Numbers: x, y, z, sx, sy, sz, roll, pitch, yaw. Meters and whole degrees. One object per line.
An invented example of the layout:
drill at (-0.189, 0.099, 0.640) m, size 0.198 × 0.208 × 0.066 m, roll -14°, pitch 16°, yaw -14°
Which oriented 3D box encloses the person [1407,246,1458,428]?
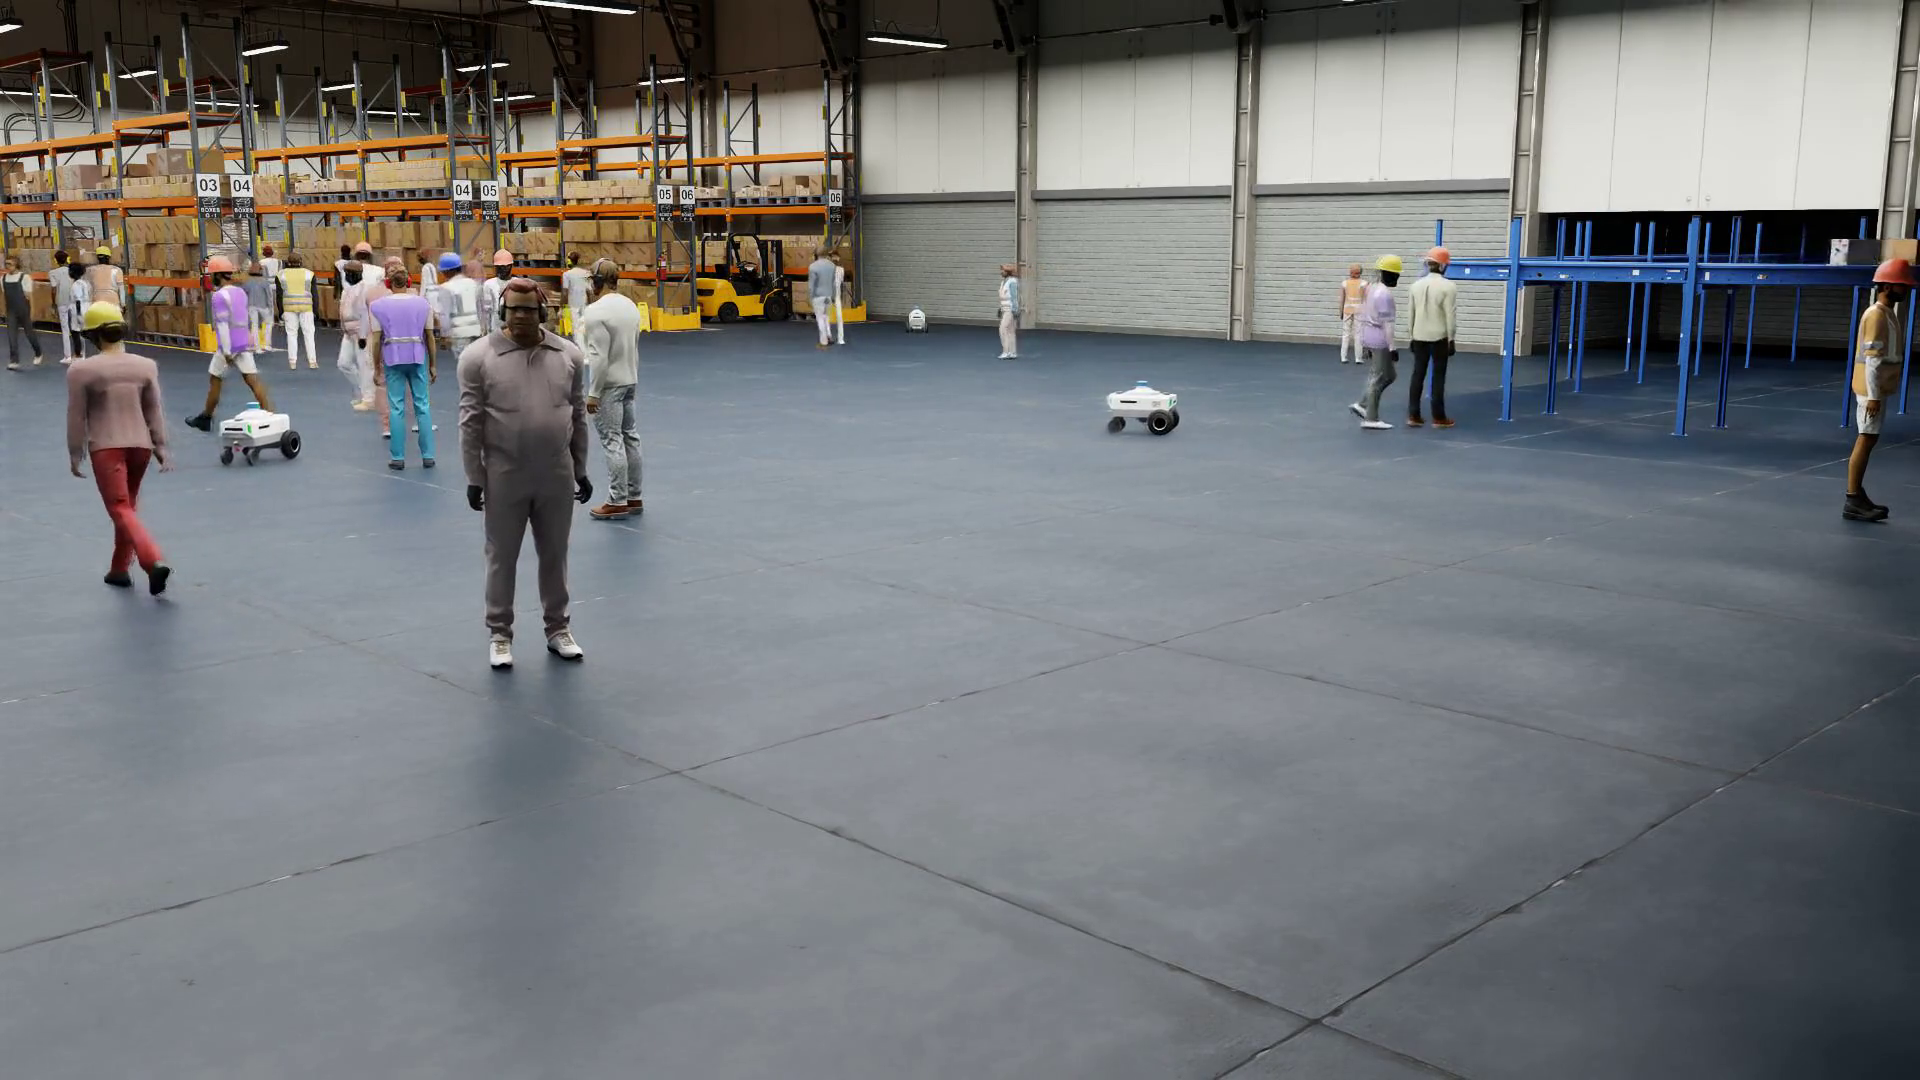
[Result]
person at (5.247, -2.251, 18.431) m, size 0.394 × 1.993 × 0.621 m, roll -8°, pitch 13°, yaw -37°

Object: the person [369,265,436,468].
person at (-5.064, -1.576, 15.166) m, size 0.563 × 1.842 × 0.390 m, roll -5°, pitch 12°, yaw -26°

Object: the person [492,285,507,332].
person at (-4.540, -1.828, 17.160) m, size 0.736 × 1.609 × 0.507 m, roll 5°, pitch 12°, yaw 27°

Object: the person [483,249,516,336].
person at (-5.499, -2.551, 20.217) m, size 0.553 × 1.935 × 0.364 m, roll -2°, pitch 11°, yaw -12°

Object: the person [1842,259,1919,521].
person at (6.887, -1.125, 12.443) m, size 0.373 × 1.934 × 0.551 m, roll 7°, pitch 12°, yaw 32°

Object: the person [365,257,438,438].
person at (-5.884, -2.042, 17.587) m, size 0.674 × 1.876 × 0.787 m, roll 3°, pitch 11°, yaw 16°

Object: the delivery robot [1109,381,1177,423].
delivery robot at (1.974, -1.478, 18.001) m, size 0.707 × 0.478 × 0.477 m, roll 3°, pitch 11°, yaw 16°

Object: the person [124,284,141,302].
person at (-22.515, -6.992, 44.956) m, size 0.529 × 1.751 × 0.598 m, roll 10°, pitch 14°, yaw 43°

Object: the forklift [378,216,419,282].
forklift at (-17.868, -9.201, 54.028) m, size 1.873 × 2.768 × 1.129 m, roll -10°, pitch 14°, yaw -44°

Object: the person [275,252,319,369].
person at (-10.523, -3.645, 26.449) m, size 0.636 × 1.842 × 0.429 m, roll -4°, pitch 11°, yaw -20°

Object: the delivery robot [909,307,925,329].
delivery robot at (-0.949, -4.881, 36.561) m, size 0.477 × 0.478 × 0.707 m, roll 0°, pitch 10°, yaw -2°

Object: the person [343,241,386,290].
person at (-8.543, -3.280, 23.953) m, size 0.608 × 2.021 × 0.495 m, roll -6°, pitch 12°, yaw -28°

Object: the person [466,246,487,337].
person at (-9.675, -4.946, 33.405) m, size 0.415 × 1.894 × 0.690 m, roll -6°, pitch 12°, yaw -29°

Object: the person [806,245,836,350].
person at (-2.590, -4.518, 30.988) m, size 0.461 × 1.918 × 0.654 m, roll 9°, pitch 14°, yaw 41°

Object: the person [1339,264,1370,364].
person at (6.528, -3.744, 27.550) m, size 0.516 × 1.638 × 0.318 m, roll 7°, pitch 12°, yaw 32°

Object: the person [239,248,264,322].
person at (-14.789, -5.170, 34.632) m, size 0.626 × 1.889 × 1.016 m, roll -8°, pitch 13°, yaw -37°

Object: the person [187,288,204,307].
person at (-17.102, -5.715, 37.404) m, size 0.954 × 1.949 × 0.658 m, roll 7°, pitch 12°, yaw 33°

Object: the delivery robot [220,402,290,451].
delivery robot at (-6.649, -1.054, 15.692) m, size 0.477 × 0.478 × 0.707 m, roll 2°, pitch 10°, yaw 9°

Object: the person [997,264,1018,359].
person at (0.755, -3.893, 28.375) m, size 0.524 × 1.618 × 0.546 m, roll -3°, pitch 11°, yaw -18°

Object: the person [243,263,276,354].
person at (-12.537, -4.155, 29.814) m, size 0.523 × 1.613 × 0.556 m, roll 0°, pitch 10°, yaw 0°

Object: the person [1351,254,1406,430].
person at (4.629, -2.159, 18.193) m, size 0.415 × 1.901 × 0.592 m, roll 1°, pitch 10°, yaw 6°

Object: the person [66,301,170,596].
person at (-4.947, -0.542, 9.848) m, size 0.843 × 1.735 × 0.524 m, roll 8°, pitch 13°, yaw 36°

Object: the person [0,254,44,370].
person at (-15.021, -3.657, 26.605) m, size 0.520 × 1.818 × 0.869 m, roll -1°, pitch 10°, yaw -3°

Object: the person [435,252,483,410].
person at (-5.975, -2.487, 19.952) m, size 0.469 × 1.909 × 0.647 m, roll 4°, pitch 11°, yaw 20°

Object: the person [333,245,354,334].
person at (-13.001, -5.304, 35.337) m, size 0.452 × 1.904 × 0.591 m, roll 9°, pitch 14°, yaw 41°

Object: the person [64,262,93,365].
person at (-14.361, -3.719, 27.287) m, size 0.680 × 1.679 × 0.533 m, roll -3°, pitch 11°, yaw -14°

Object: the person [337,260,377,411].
person at (-7.286, -2.474, 20.146) m, size 0.627 × 1.816 × 0.453 m, roll 10°, pitch 14°, yaw 42°

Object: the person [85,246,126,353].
person at (-14.570, -4.042, 28.407) m, size 0.588 × 1.916 × 0.392 m, roll -3°, pitch 11°, yaw -16°

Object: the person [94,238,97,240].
person at (-21.008, -6.322, 40.493) m, size 0.377 × 2.045 × 0.605 m, roll 10°, pitch 14°, yaw 42°

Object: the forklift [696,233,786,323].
forklift at (-5.496, -6.489, 41.108) m, size 2.313 × 2.155 × 1.214 m, roll -10°, pitch 14°, yaw -44°

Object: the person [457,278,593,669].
person at (-2.122, -0.332, 8.211) m, size 0.645 × 1.905 × 0.400 m, roll -6°, pitch 12°, yaw -30°

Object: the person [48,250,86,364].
person at (-14.829, -3.869, 27.613) m, size 0.333 × 1.864 × 0.520 m, roll 10°, pitch 14°, yaw 43°

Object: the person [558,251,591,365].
person at (-6.415, -3.828, 27.431) m, size 0.797 × 1.841 × 0.564 m, roll 7°, pitch 13°, yaw 34°

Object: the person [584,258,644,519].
person at (-2.611, -1.137, 12.504) m, size 0.356 × 1.938 × 0.633 m, roll 3°, pitch 11°, yaw 18°

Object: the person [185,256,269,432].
person at (-7.892, -2.103, 17.936) m, size 1.006 × 1.884 × 0.551 m, roll 3°, pitch 11°, yaw 14°

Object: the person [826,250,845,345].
person at (-2.517, -4.767, 32.631) m, size 0.525 × 1.835 × 0.977 m, roll -5°, pitch 11°, yaw -24°

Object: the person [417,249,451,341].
person at (-10.637, -4.878, 33.206) m, size 1.029 × 1.824 × 0.592 m, roll -1°, pitch 10°, yaw -8°

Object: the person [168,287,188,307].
person at (-20.162, -6.702, 42.790) m, size 0.944 × 1.951 × 0.662 m, roll 9°, pitch 14°, yaw 40°

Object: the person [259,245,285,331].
person at (-15.321, -5.605, 37.012) m, size 0.354 × 1.886 × 0.572 m, roll 8°, pitch 13°, yaw 39°
